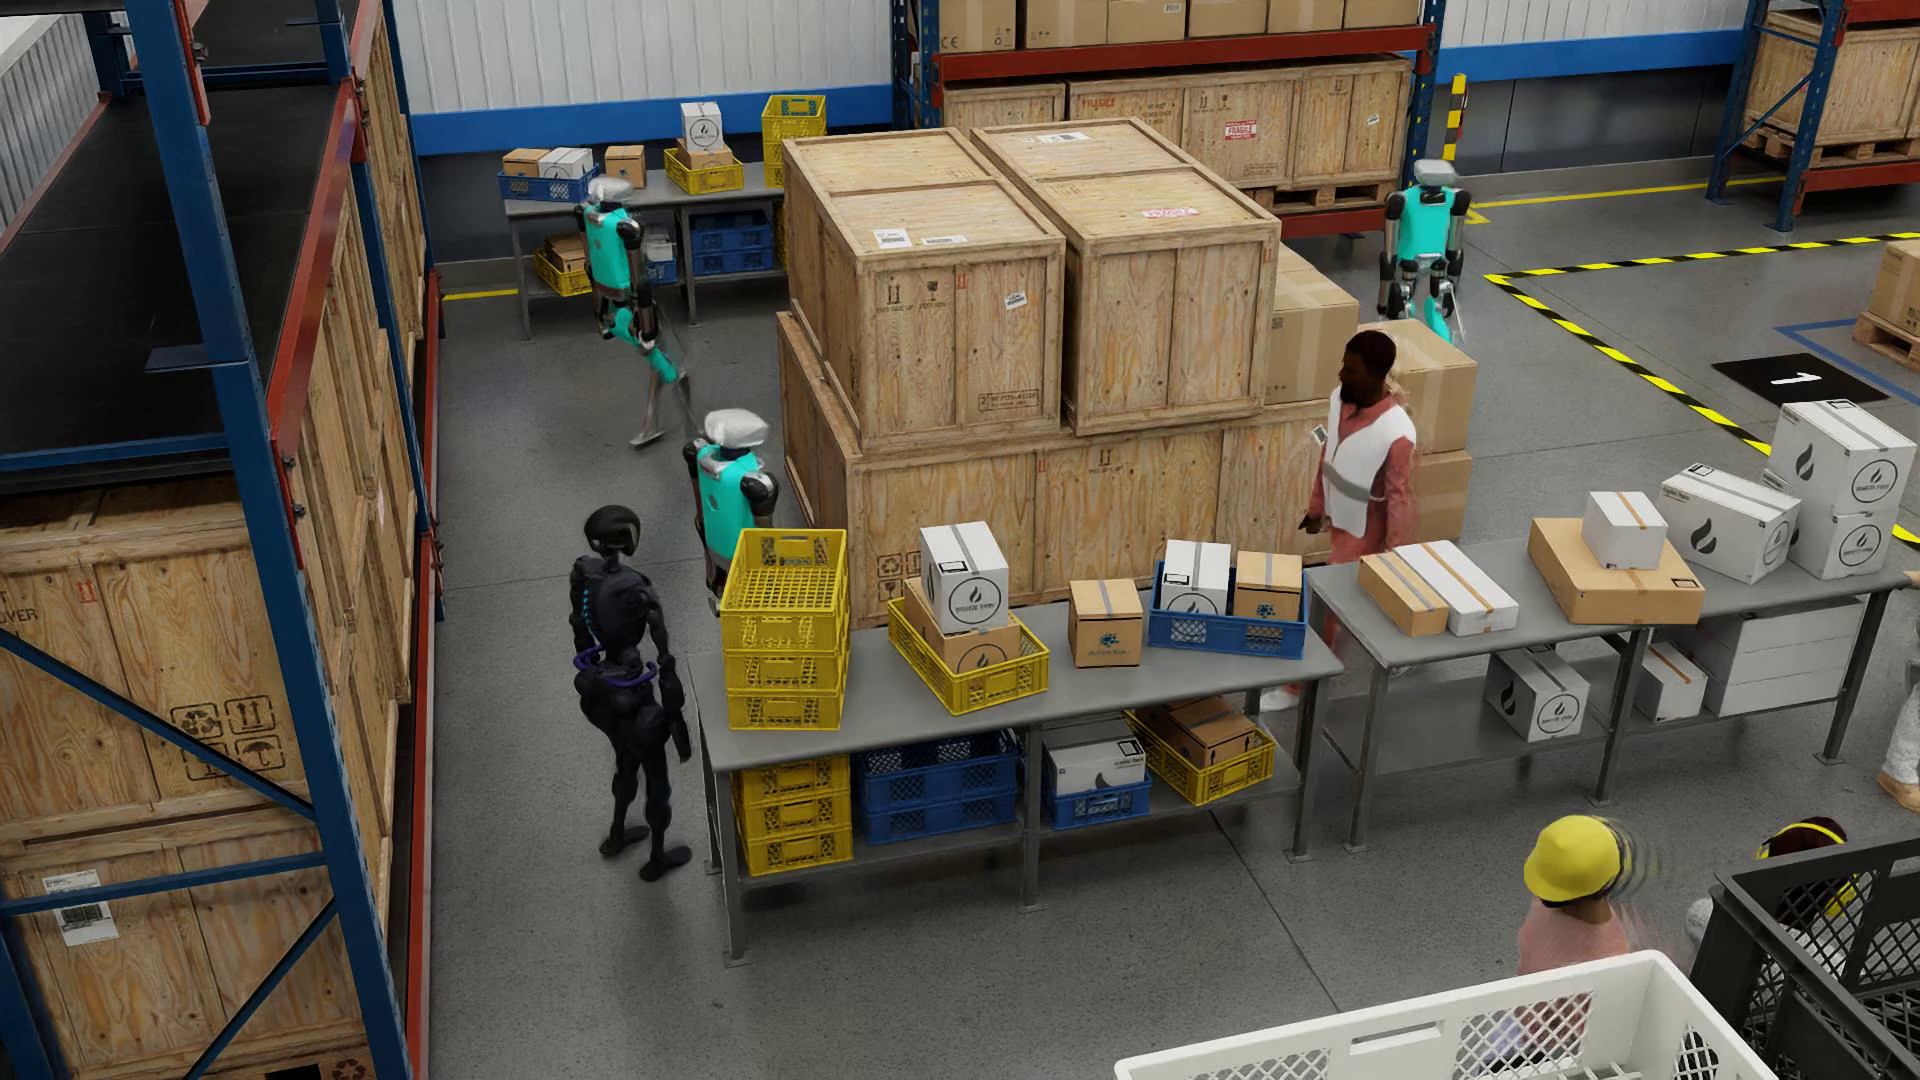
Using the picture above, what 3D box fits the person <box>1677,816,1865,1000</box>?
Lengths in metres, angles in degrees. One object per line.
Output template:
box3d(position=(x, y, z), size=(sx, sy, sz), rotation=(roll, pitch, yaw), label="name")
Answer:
box3d(position=(2.188, 1.550, 4.650), size=(0.506, 1.865, 0.329), rotation=(24, 37, 36), label="person")

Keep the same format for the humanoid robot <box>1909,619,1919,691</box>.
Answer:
box3d(position=(4.451, 0.221, 7.277), size=(0.556, 1.864, 0.724), rotation=(-11, 31, -18), label="humanoid robot")

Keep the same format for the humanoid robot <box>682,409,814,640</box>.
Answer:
box3d(position=(-0.780, 0.207, 7.219), size=(0.750, 1.786, 0.544), rotation=(-24, 37, -37), label="humanoid robot")

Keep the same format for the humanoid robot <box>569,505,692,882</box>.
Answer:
box3d(position=(-1.310, 0.609, 6.548), size=(0.615, 1.653, 0.306), rotation=(21, 35, 33), label="humanoid robot")

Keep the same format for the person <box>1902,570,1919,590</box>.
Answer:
box3d(position=(5.173, -0.552, 8.288), size=(0.388, 2.035, 0.613), rotation=(0, 29, 0), label="person")

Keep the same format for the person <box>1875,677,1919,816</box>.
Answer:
box3d(position=(4.285, 0.318, 6.923), size=(0.624, 1.834, 0.432), rotation=(-8, 30, -14), label="person")

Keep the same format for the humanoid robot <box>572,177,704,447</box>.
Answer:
box3d(position=(-1.872, -1.323, 10.111), size=(0.546, 1.899, 0.760), rotation=(23, 36, 35), label="humanoid robot")

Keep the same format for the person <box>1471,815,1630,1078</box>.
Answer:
box3d(position=(1.808, 1.492, 4.896), size=(0.754, 1.725, 0.516), rotation=(-3, 29, -6), label="person")

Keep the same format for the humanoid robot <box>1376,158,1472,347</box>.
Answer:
box3d(position=(2.877, -1.333, 10.025), size=(0.531, 1.766, 0.964), rotation=(-5, 29, -9), label="humanoid robot")

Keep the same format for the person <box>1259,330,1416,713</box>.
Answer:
box3d(position=(1.860, -0.091, 7.611), size=(0.935, 1.887, 0.593), rotation=(-7, 30, -13), label="person")
